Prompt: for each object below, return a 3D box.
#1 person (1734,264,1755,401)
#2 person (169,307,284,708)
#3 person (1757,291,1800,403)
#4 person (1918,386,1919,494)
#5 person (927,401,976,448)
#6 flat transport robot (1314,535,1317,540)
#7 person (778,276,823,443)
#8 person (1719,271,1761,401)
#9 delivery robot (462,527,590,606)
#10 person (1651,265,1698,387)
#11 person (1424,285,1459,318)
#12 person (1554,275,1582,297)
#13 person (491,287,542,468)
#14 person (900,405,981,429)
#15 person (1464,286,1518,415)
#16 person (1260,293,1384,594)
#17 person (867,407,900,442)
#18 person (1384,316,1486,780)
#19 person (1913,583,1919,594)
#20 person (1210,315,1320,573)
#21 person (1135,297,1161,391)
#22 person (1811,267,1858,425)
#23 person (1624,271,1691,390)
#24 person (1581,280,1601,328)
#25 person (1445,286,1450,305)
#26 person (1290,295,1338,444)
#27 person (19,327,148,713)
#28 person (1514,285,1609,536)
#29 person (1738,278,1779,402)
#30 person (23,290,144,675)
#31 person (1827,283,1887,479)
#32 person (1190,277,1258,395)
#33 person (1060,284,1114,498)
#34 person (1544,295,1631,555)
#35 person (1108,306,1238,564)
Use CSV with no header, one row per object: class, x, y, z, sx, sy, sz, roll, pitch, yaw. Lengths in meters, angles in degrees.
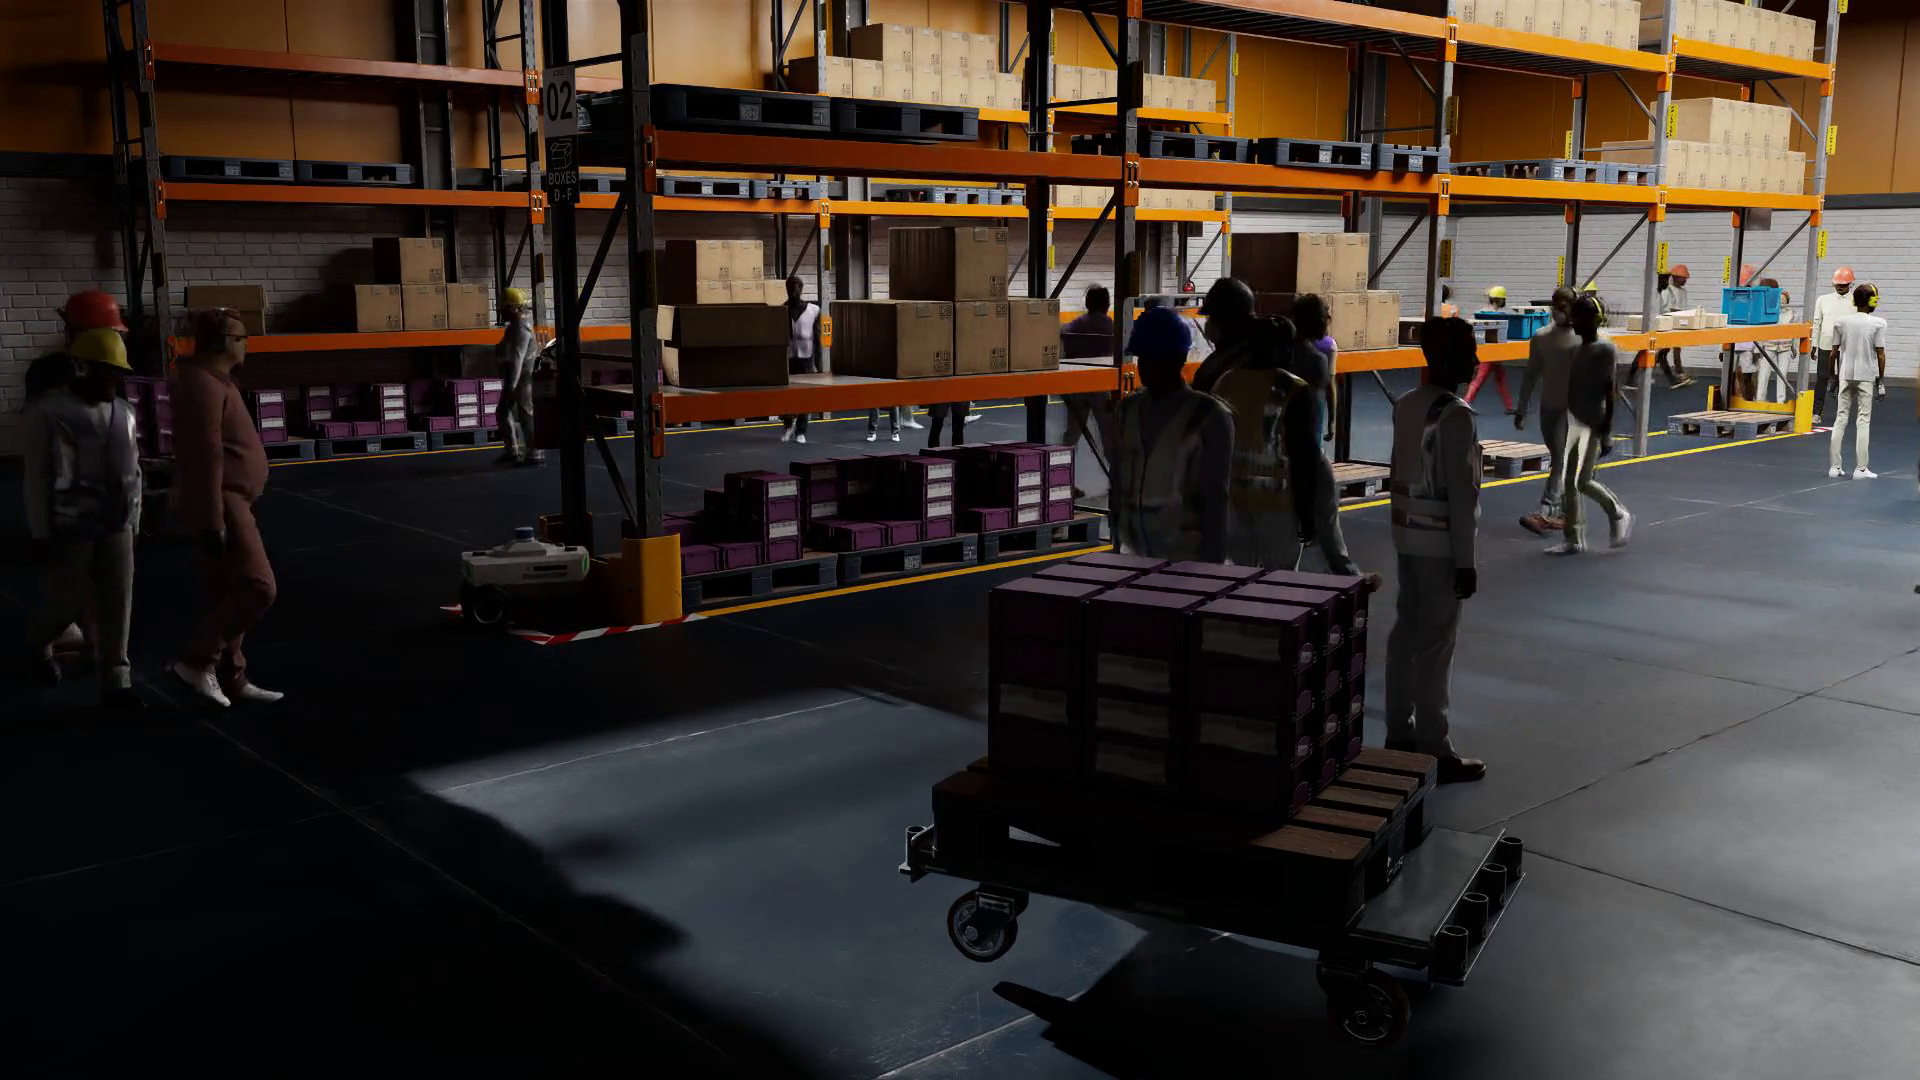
person,10.325,-2.640,22.062,0.444,2.006,0.654,4,10,22
person,-3.404,-0.132,7.741,0.418,1.889,0.677,-4,10,-21
person,11.443,-2.660,23.281,0.515,1.642,0.314,3,10,20
person,8.267,-1.136,13.866,0.519,1.824,0.784,3,10,19
person,-0.082,-1.452,15.372,0.542,1.929,0.369,-4,11,-23
flat transport robot,2.096,-0.075,12.154,1.431,0.197,0.652,-9,13,-42
person,-1.850,-2.034,18.869,0.592,1.902,0.460,-1,10,-4
person,9.994,-2.471,21.339,0.383,1.929,0.540,-8,13,-41
delivery robot,-2.506,0.169,9.619,0.707,0.478,0.477,-3,10,-18
person,11.718,-3.535,27.410,0.615,1.996,1.061,-7,12,-35
person,7.163,-2.953,24.825,0.564,1.704,0.326,0,10,1
person,10.685,-3.821,29.208,0.551,1.936,0.356,4,11,23
person,-4.490,-1.601,16.597,0.613,1.813,0.596,-4,11,-23
person,-0.272,-2.283,20.428,1.038,1.861,0.582,-1,10,-3
person,7.136,-2.510,22.179,0.878,1.723,0.532,2,10,14
person,2.147,-0.546,10.170,0.989,1.890,0.644,-3,10,-19
person,-0.882,-1.931,19.070,0.498,1.626,0.288,1,10,8
person,1.949,0.034,6.806,0.352,1.883,0.580,-2,10,-12
person,6.431,-0.566,10.390,0.741,1.859,0.588,-1,10,-9
person,1.505,-0.177,8.158,0.429,1.842,0.635,-8,12,-39
person,2.226,-1.982,19.280,0.545,1.642,0.886,7,12,35
person,11.075,-2.442,21.001,0.611,1.985,0.393,6,11,30
person,11.093,-3.327,26.382,1.003,1.907,0.633,5,11,26
person,9.272,-2.959,24.656,0.530,1.772,0.302,-3,10,-15
person,8.425,-3.592,28.829,0.704,1.613,0.517,2,10,9
person,2.566,-0.930,12.585,0.561,1.836,0.379,6,11,31
person,-4.146,-0.095,7.815,0.696,1.799,0.611,5,11,27
person,4.517,-0.977,12.668,0.948,1.892,0.654,-7,12,-34
person,11.455,-2.838,23.837,0.632,1.808,0.641,-8,13,-40
person,-4.455,-0.293,8.548,0.688,1.964,0.539,3,10,19
person,8.577,-1.511,15.903,0.310,1.864,0.533,-8,12,-38
person,1.432,-0.384,8.790,0.660,2.000,0.692,-2,10,-12
person,1.191,-1.322,14.762,0.642,1.868,1.071,8,12,38
person,4.485,-0.797,11.759,0.526,1.854,0.539,-3,10,-17
person,0.837,0.043,6.598,0.510,1.931,0.620,-9,14,-44
